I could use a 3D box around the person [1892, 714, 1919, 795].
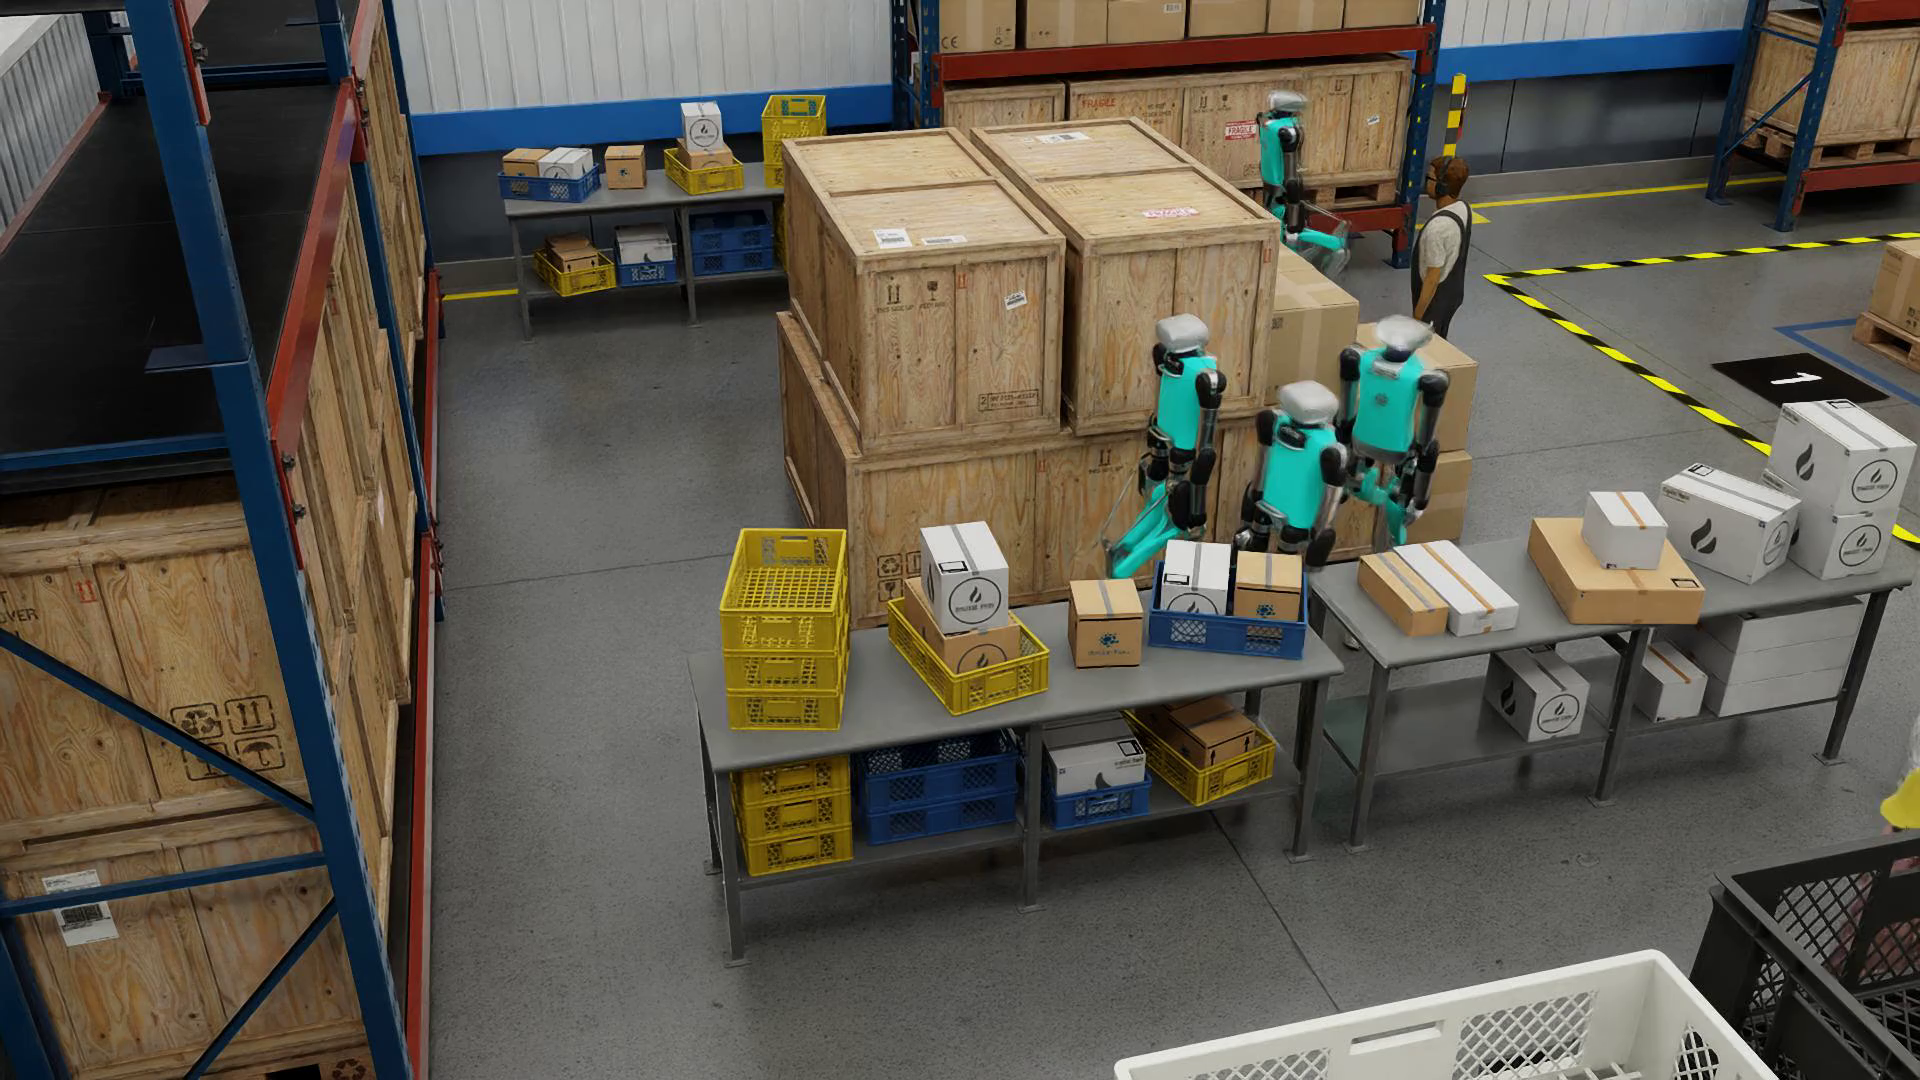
[{"bbox_3d":[4.298,0.352,6.862,0.629,1.835,0.429,-16,33,-27],"label":"person"}]

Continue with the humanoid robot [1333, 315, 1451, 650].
[{"bbox_3d":[2.189,-0.353,8.264,0.563,1.766,0.906,20,34,31],"label":"humanoid robot"}]

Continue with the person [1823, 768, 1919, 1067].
[{"bbox_3d":[2.799,1.405,5.033,0.413,1.755,0.524,3,29,6],"label":"person"}]

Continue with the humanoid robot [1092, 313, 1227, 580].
[{"bbox_3d":[0.851,-0.189,7.888,0.678,1.758,0.545,-11,31,-19],"label":"humanoid robot"}]

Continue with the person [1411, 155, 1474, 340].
[{"bbox_3d":[2.842,-1.414,10.048,0.346,1.846,0.503,18,34,30],"label":"person"}]

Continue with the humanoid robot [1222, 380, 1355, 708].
[{"bbox_3d":[1.244,0.234,7.248,0.702,1.859,0.530,-16,33,-27],"label":"humanoid robot"}]

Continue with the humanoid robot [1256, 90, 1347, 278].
[{"bbox_3d":[2.400,-2.320,11.793,1.030,1.727,0.530,-7,30,-12],"label":"humanoid robot"}]
